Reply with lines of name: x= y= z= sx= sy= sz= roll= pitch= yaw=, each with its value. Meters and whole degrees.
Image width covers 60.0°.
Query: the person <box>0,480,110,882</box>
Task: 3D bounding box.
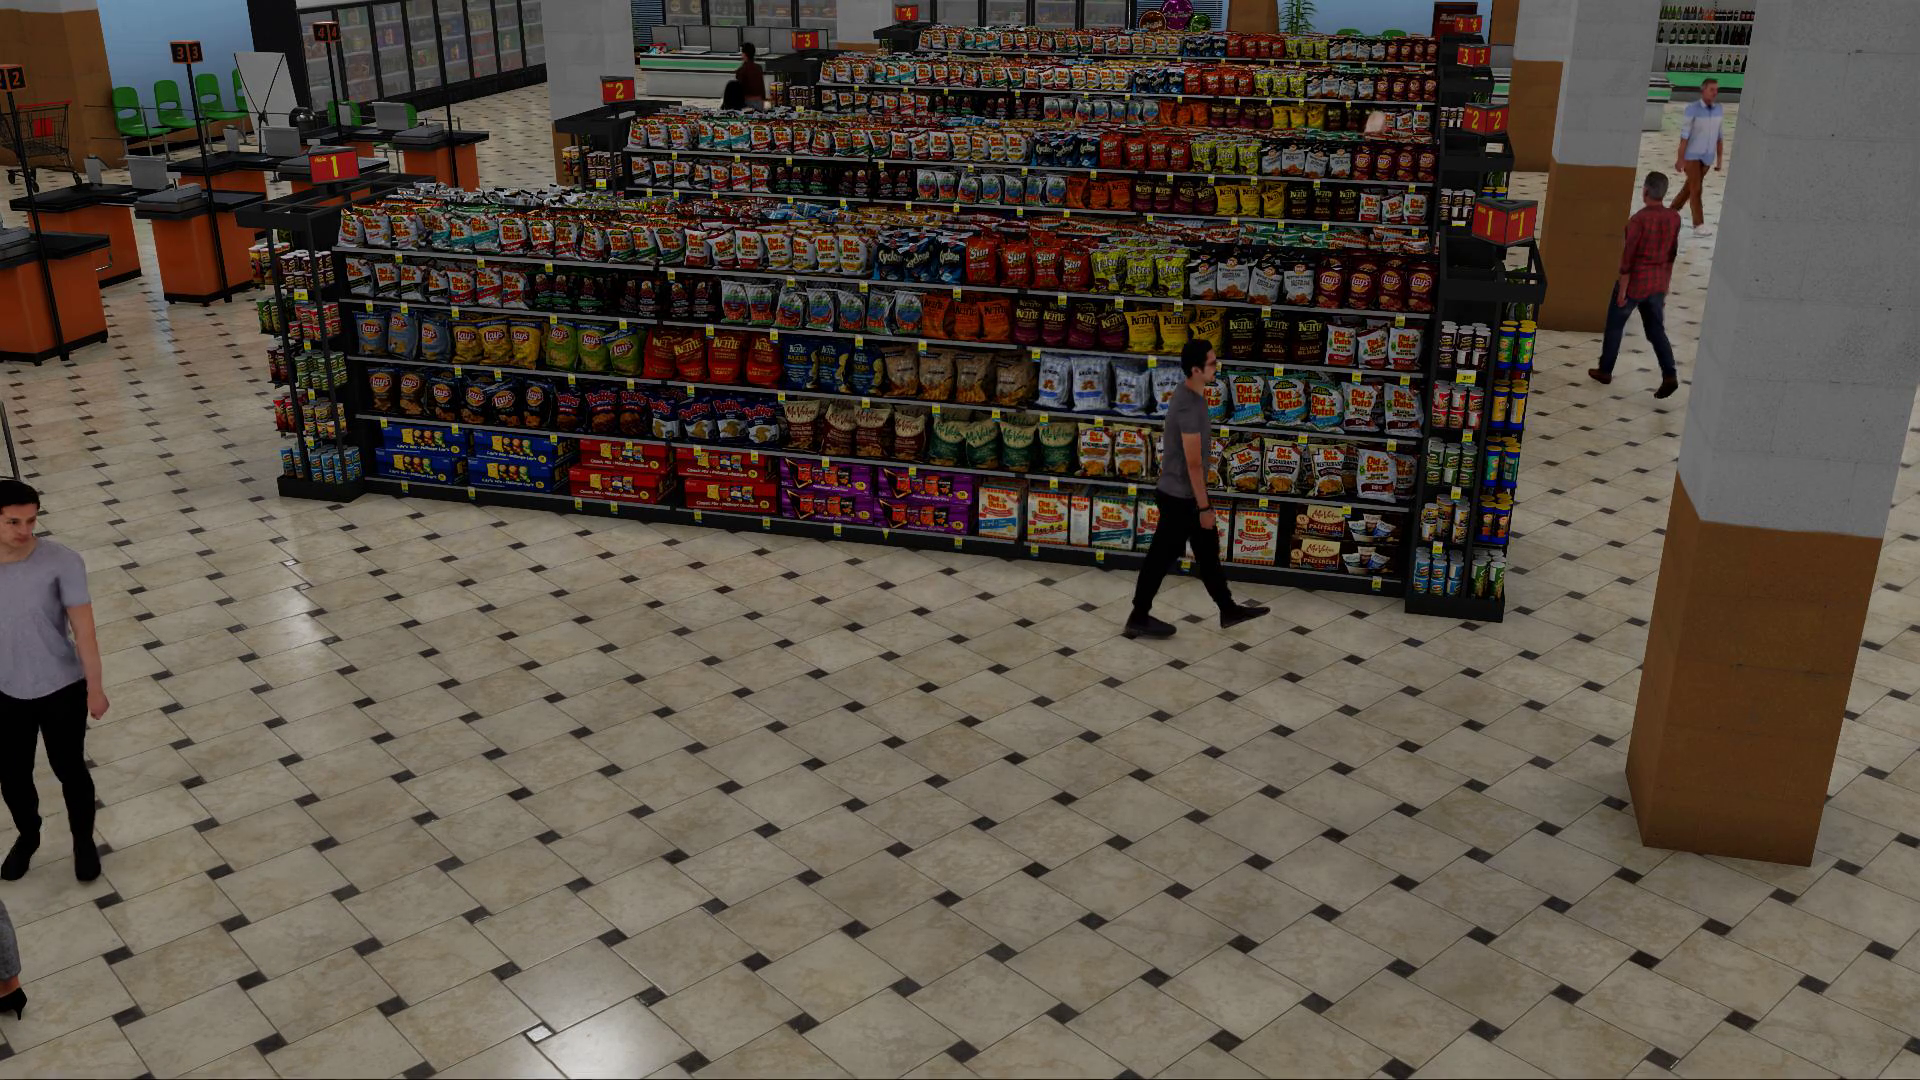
person: x=-3.855 y=0.593 z=6.933 sx=0.772 sy=1.833 sz=0.922 roll=1 pitch=22 yaw=3

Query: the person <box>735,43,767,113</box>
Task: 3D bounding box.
person: x=-2.962 y=-6.264 z=24.125 sx=1.179 sy=1.739 sz=0.959 roll=16 pitch=27 yaw=35

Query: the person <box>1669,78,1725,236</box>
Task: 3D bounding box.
person: x=8.756 y=-4.571 z=19.851 sx=1.195 sy=1.783 sz=1.149 roll=-7 pitch=23 yaw=-16

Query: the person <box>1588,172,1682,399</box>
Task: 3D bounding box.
person: x=5.613 y=-2.032 z=13.523 sx=1.264 sy=1.791 sz=1.163 roll=-5 pitch=22 yaw=-13

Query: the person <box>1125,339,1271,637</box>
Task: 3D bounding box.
person: x=1.147 y=-0.258 z=9.199 sx=1.058 sy=1.722 sz=0.722 roll=3 pitch=22 yaw=8
